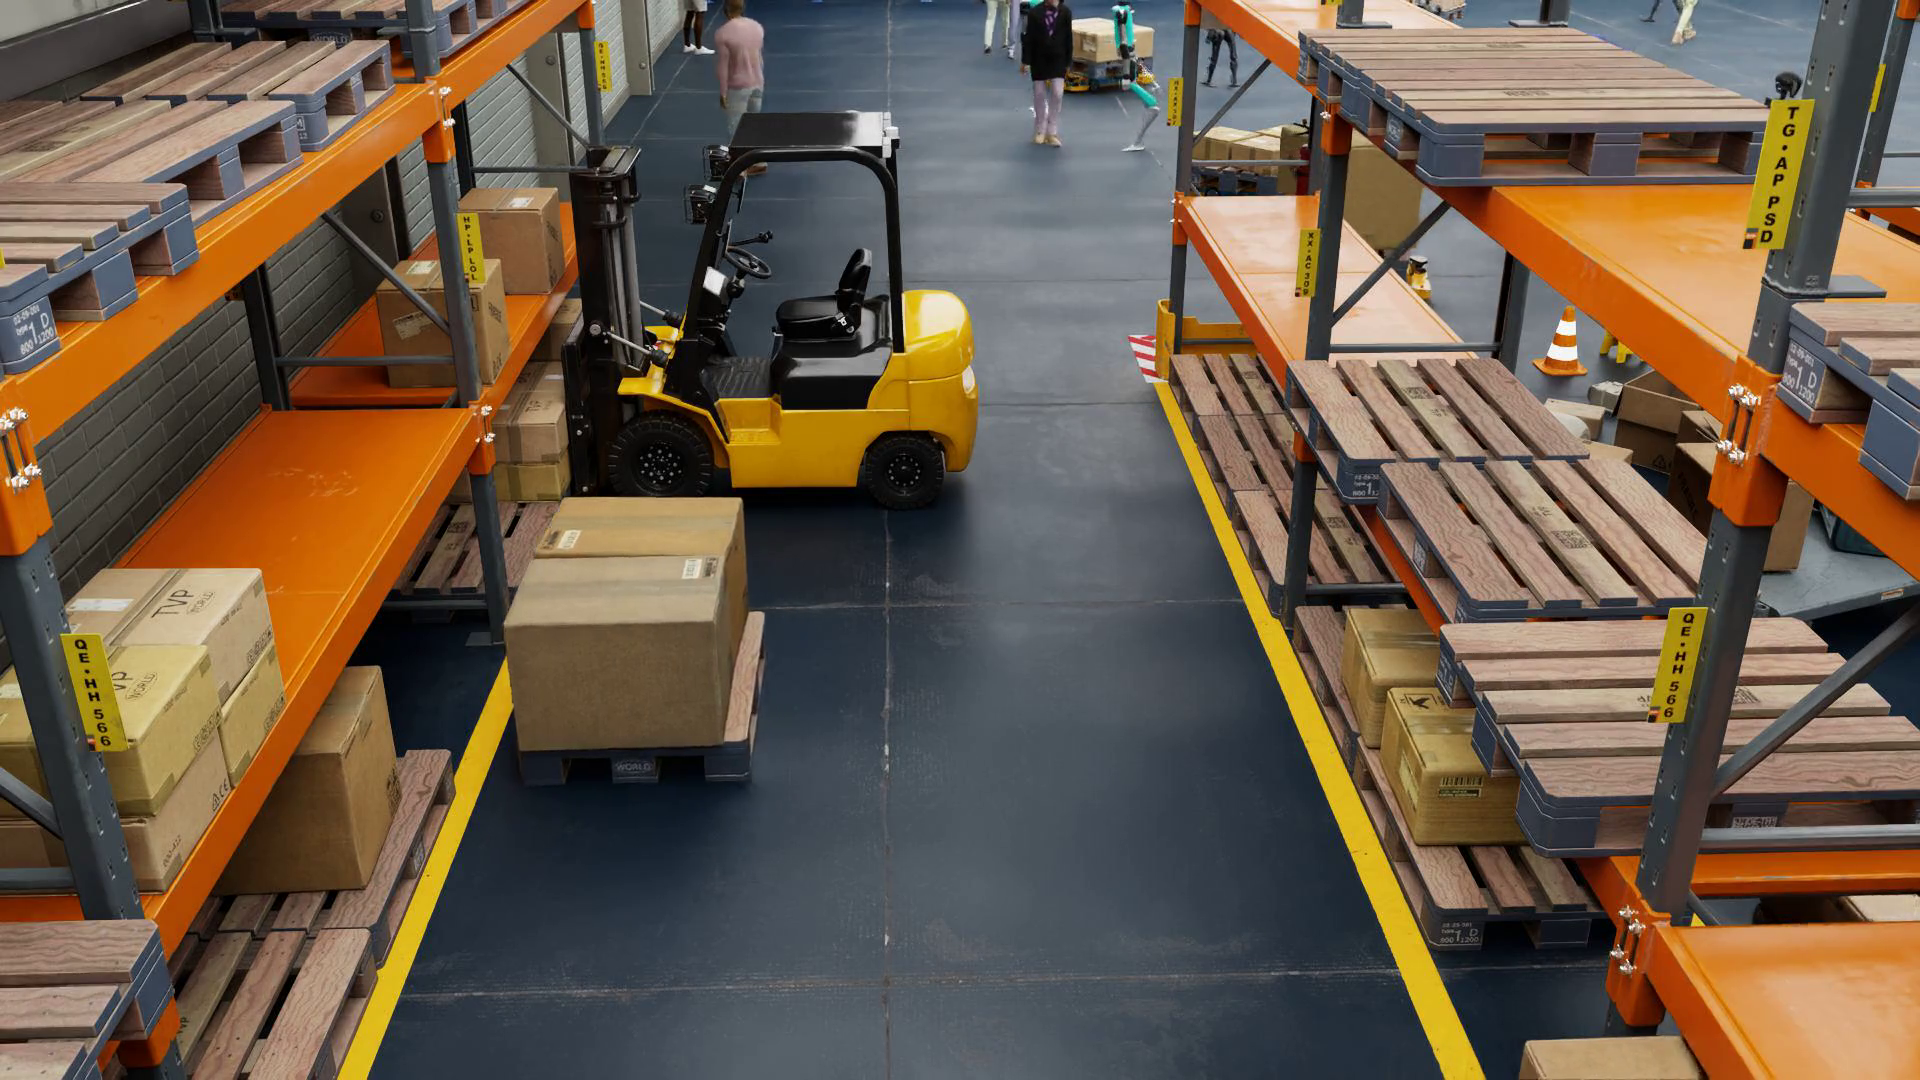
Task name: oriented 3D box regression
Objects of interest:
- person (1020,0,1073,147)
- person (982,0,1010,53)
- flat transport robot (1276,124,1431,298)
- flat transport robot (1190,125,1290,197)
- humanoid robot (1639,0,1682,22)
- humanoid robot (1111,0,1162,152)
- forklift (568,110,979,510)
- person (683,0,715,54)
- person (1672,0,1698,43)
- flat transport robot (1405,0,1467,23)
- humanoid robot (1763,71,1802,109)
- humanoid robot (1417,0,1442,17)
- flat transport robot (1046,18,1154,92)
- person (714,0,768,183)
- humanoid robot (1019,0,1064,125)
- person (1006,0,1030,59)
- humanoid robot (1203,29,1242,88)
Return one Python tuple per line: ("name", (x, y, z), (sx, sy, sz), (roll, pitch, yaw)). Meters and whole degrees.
("person", (0.978, -5.422, 18.955), (0.613, 1.839, 0.556), (1, 25, 3))
("person", (0.568, -8.245, 25.080), (0.572, 1.707, 0.889), (7, 26, 14))
("flat transport robot", (3.226, -2.249, 14.067), (1.431, 0.231, 0.659), (4, 26, 9))
("flat transport robot", (2.982, -3.530, 16.779), (1.431, 0.231, 0.659), (16, 30, 30))
("humanoid robot", (11.918, -9.496, 27.815), (0.761, 1.627, 0.608), (14, 29, 27))
("humanoid robot", (2.040, -5.255, 18.752), (0.706, 1.800, 0.571), (2, 25, 5))
("forklift", (-1.043, -1.379, 9.976), (2.313, 2.155, 1.214), (-1, 25, -2))
("person", (-3.950, -8.254, 24.902), (0.382, 1.886, 0.560), (-20, 32, -36))
("person", (11.448, -8.706, 25.909), (0.546, 1.839, 1.021), (21, 33, 38))
("flat transport robot", (7.446, -8.391, 27.073), (0.659, 0.231, 1.431), (16, 30, 31))
("humanoid robot", (7.021, -3.310, 14.670), (0.430, 1.639, 0.600), (5, 26, 10))
("humanoid robot", (5.610, -5.906, 20.164), (0.603, 1.654, 0.428), (-19, 31, -34))
("flat transport robot", (1.889, -6.309, 22.663), (1.431, 0.231, 0.659), (-16, 30, -30))
("person", (-2.280, -4.708, 17.356), (0.438, 1.914, 0.661), (20, 32, 37))
("humanoid robot", (0.978, -5.869, 20.046), (0.543, 1.747, 0.975), (0, 25, 1))
("person", (0.936, -8.039, 24.502), (0.560, 1.835, 0.405), (-3, 25, -7))
("humanoid robot", (3.562, -6.846, 22.183), (0.609, 1.624, 0.712), (-16, 30, -30))
